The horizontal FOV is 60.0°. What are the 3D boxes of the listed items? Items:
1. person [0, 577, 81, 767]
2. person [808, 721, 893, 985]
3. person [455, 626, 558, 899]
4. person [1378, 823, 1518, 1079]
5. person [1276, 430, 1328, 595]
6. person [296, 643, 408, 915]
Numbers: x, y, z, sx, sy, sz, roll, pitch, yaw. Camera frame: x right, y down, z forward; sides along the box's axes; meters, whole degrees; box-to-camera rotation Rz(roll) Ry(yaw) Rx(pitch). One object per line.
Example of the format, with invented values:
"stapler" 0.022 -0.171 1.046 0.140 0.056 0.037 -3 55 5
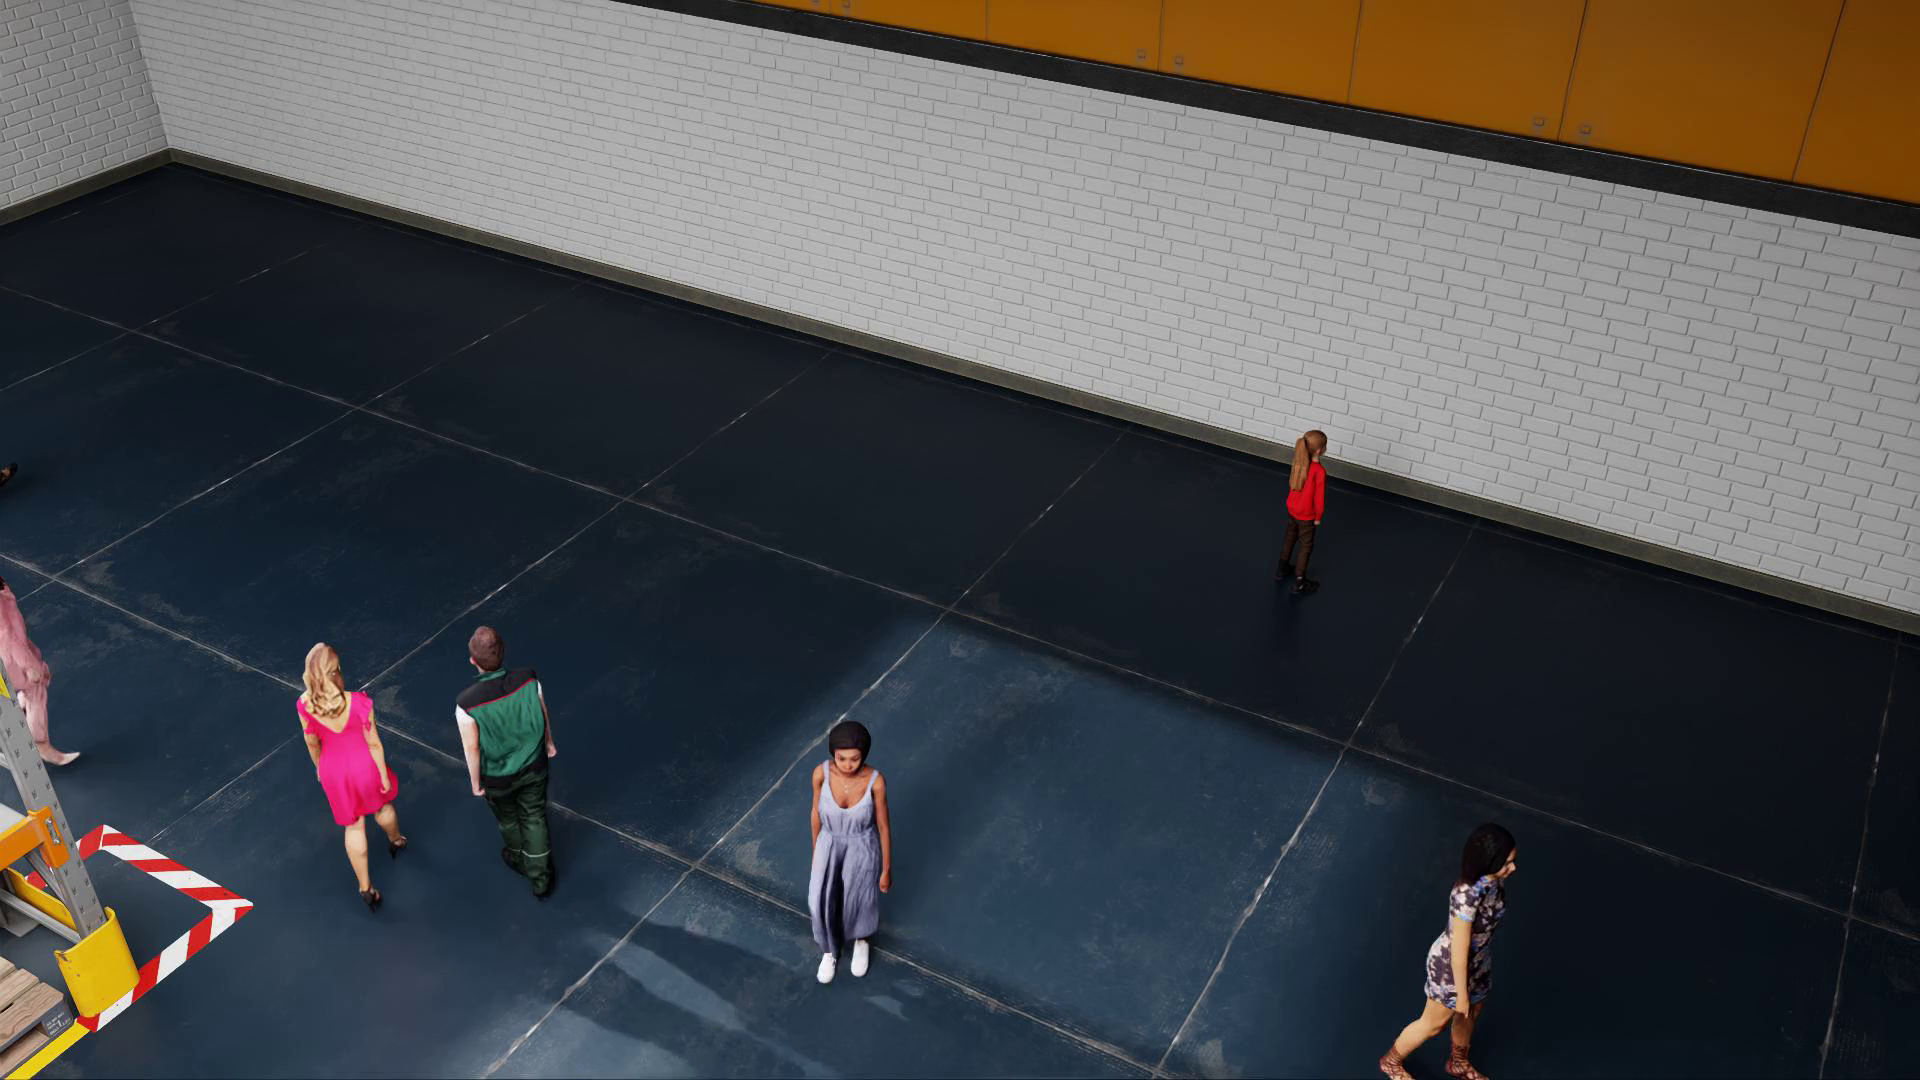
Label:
"person" -5.860 0.728 10.104 0.791 1.787 0.735 -28 42 -35
"person" -0.571 1.606 8.872 0.722 1.687 0.764 5 34 7
"person" -2.503 1.252 9.273 0.815 1.832 0.883 -18 38 -25
"person" 2.433 2.064 8.142 0.734 1.733 0.742 21 39 28
"person" 2.479 -0.220 11.987 0.610 1.280 0.567 -15 36 -21
"person" -3.397 1.354 9.244 0.876 1.695 0.976 -4 34 -5
